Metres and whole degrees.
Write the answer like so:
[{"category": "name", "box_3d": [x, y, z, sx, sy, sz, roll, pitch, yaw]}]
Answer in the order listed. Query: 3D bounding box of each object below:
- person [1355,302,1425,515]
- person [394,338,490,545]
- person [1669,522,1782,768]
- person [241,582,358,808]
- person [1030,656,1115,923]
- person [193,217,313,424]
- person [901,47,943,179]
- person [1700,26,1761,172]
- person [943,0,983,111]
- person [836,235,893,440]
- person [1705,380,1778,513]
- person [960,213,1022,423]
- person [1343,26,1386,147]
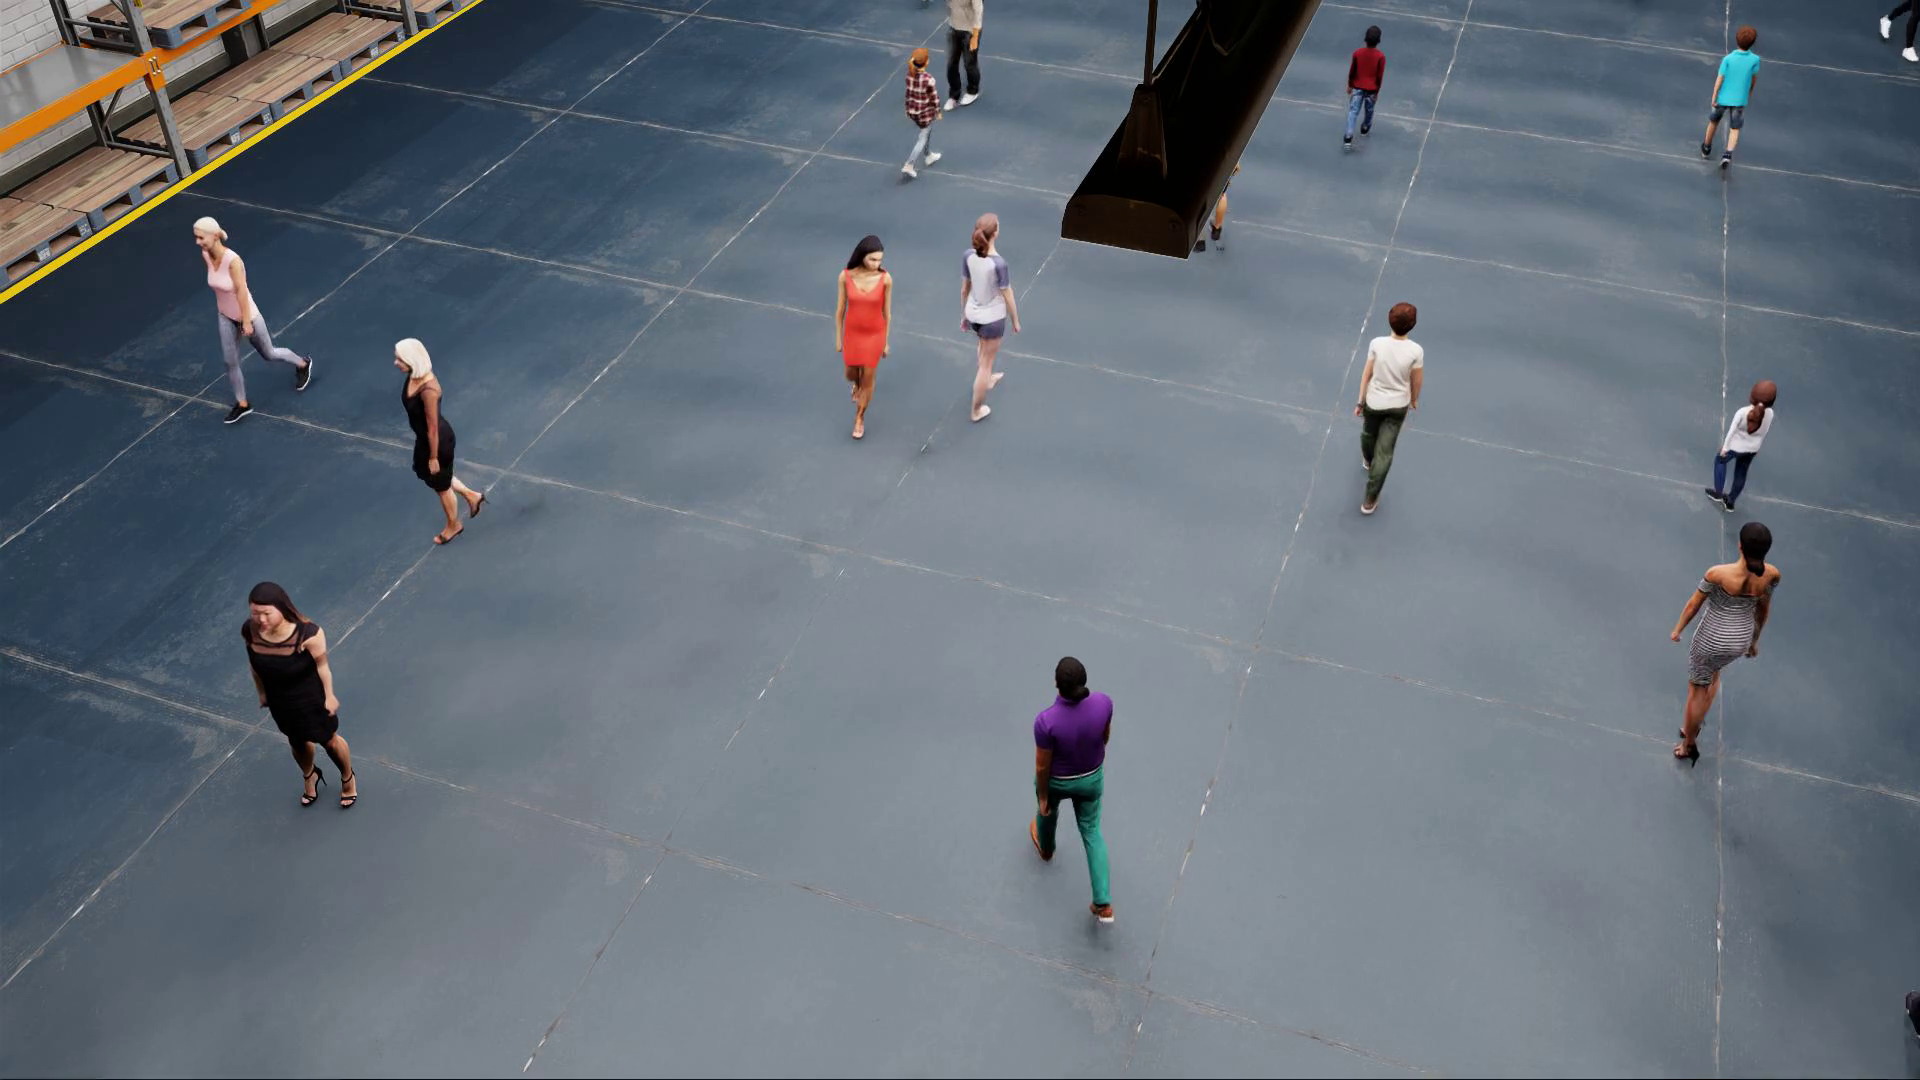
[{"category": "person", "box_3d": [3.115, -0.933, 12.209, 0.598, 1.617, 1.053, 14, 41, 17]}, {"category": "person", "box_3d": [-3.675, -0.719, 11.847, 0.860, 1.735, 0.800, -17, 42, -20]}, {"category": "person", "box_3d": [4.600, 0.697, 10.013, 0.716, 1.811, 0.722, 0, 39, 0]}, {"category": "person", "box_3d": [-3.893, 0.923, 9.802, 0.700, 1.721, 0.671, 4, 39, 5]}, {"category": "person", "box_3d": [0.661, 1.388, 9.207, 1.106, 1.736, 1.249, -11, 40, -13]}, {"category": "person", "box_3d": [-5.660, -1.810, 13.243, 0.600, 1.698, 1.103, 15, 41, 18]}, {"category": "person", "box_3d": [-0.413, -4.264, 16.641, 0.733, 1.291, 0.960, 29, 47, 31]}, {"category": "person", "box_3d": [7.797, -4.442, 16.750, 0.526, 1.434, 0.868, 12, 40, 14]}, {"category": "person", "box_3d": [0.075, -5.482, 17.786, 0.800, 1.766, 0.885, 31, 48, 33]}, {"category": "person", "box_3d": [-0.735, -1.634, 13.025, 0.771, 1.694, 0.923, 2, 39, 3]}, {"category": "person", "box_3d": [5.810, -0.677, 12.301, 0.521, 1.102, 0.573, 0, 39, 0]}, {"category": "person", "box_3d": [0.154, -1.705, 13.075, 0.738, 1.744, 0.956, 27, 46, 29]}, {"category": "person", "box_3d": [4.167, -4.651, 17.173, 0.491, 1.232, 0.872, 12, 40, 15]}]
